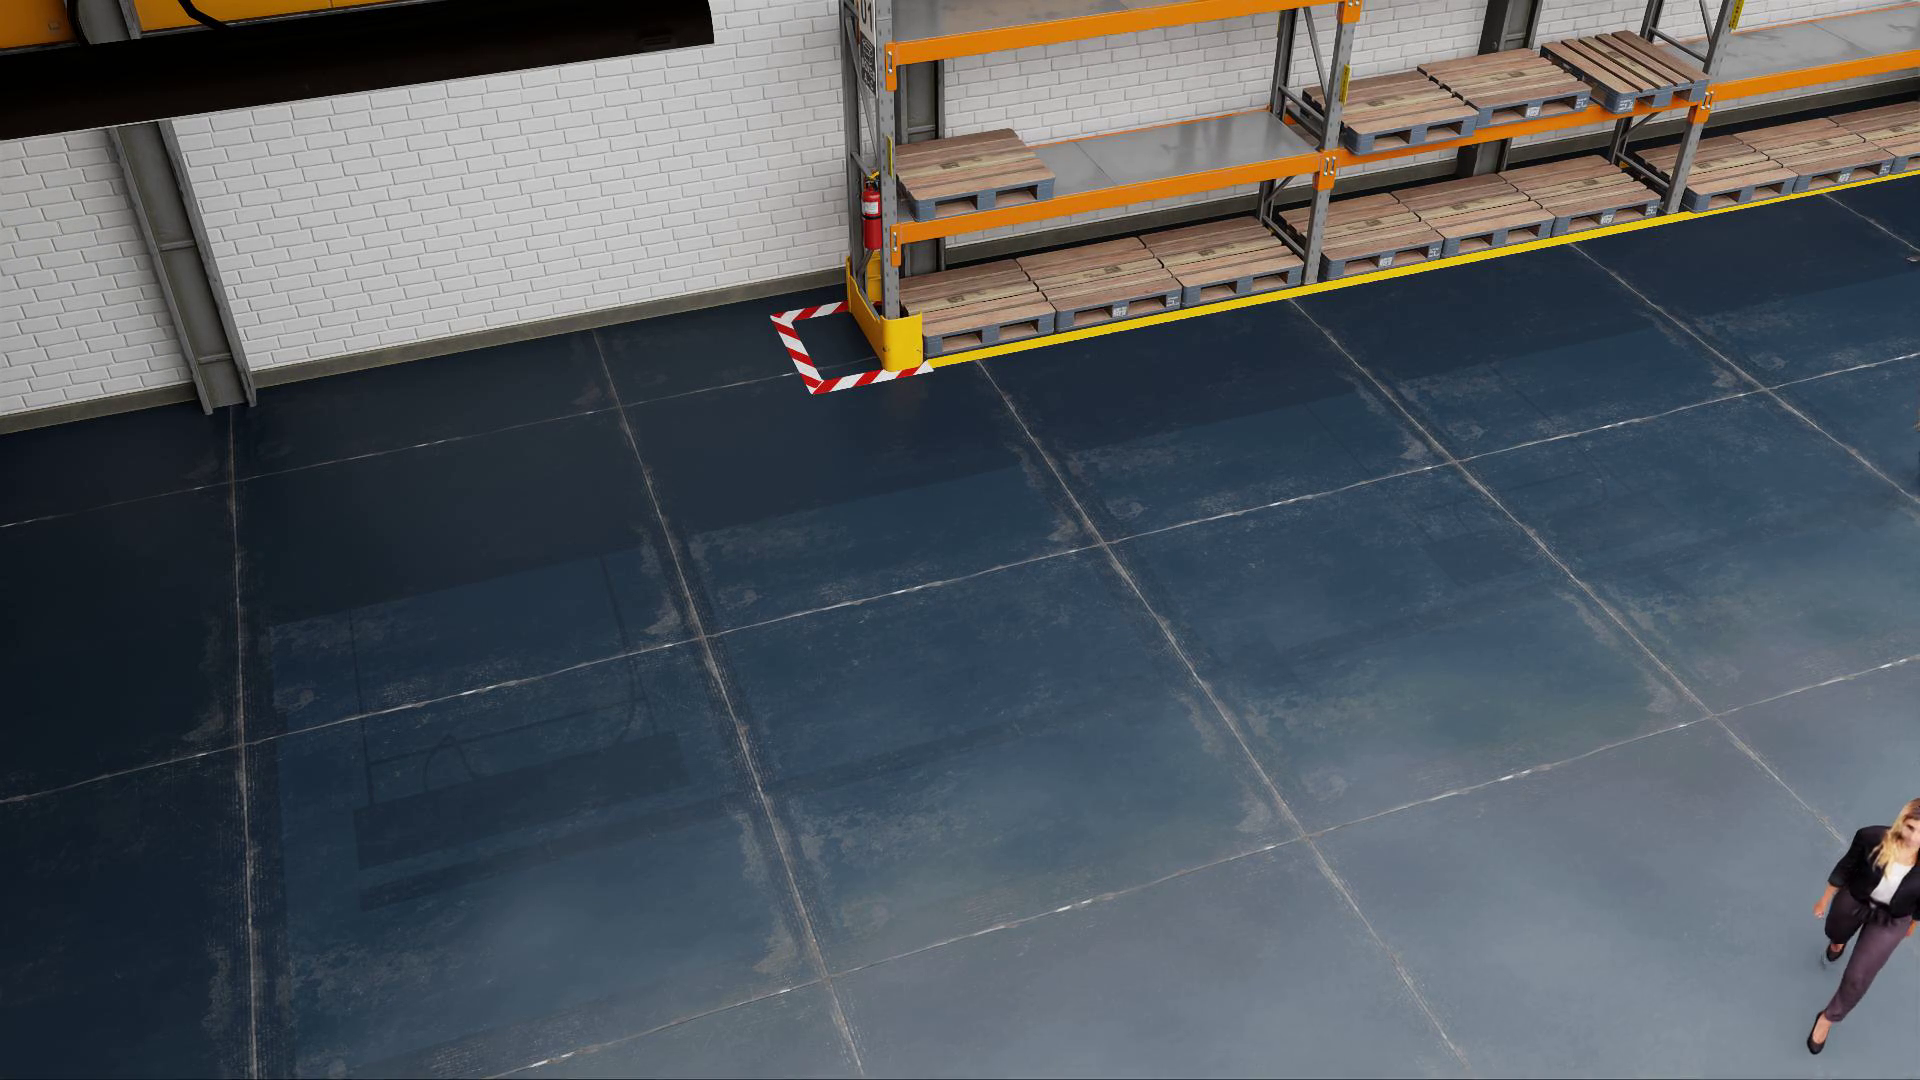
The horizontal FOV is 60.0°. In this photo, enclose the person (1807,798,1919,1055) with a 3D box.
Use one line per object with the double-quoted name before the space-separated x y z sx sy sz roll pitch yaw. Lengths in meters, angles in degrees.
"person" 4.704 1.874 8.585 0.977 1.636 1.113 24 45 27
